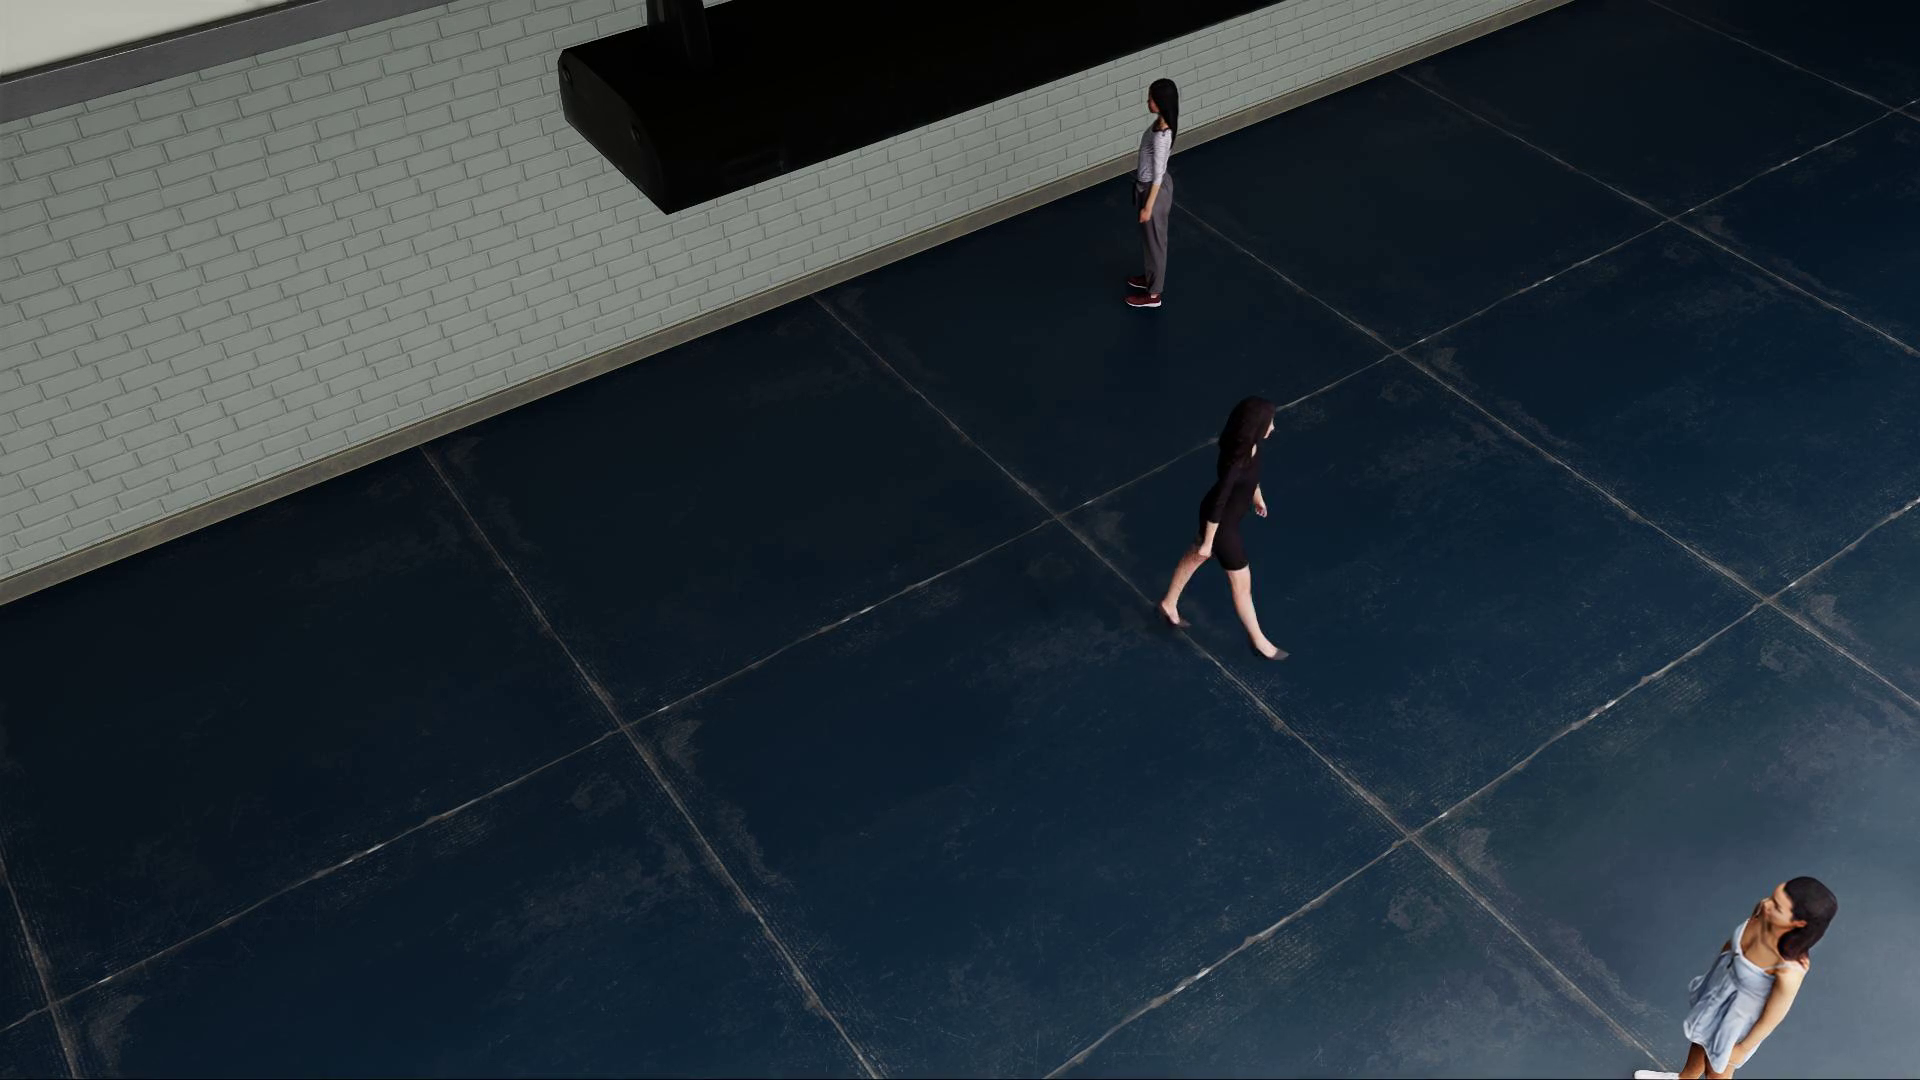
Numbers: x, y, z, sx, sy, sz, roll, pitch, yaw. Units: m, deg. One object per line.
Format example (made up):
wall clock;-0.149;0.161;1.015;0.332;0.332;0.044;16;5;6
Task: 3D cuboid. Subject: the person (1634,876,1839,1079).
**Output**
person;3.226;1.940;6.895;0.734;1.730;0.652;2;43;2

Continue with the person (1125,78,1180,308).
person;1.367;-2.407;11.546;0.731;1.737;0.673;7;44;8

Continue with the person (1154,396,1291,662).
person;1.335;-0.091;9.045;1.093;1.765;0.989;10;44;10
